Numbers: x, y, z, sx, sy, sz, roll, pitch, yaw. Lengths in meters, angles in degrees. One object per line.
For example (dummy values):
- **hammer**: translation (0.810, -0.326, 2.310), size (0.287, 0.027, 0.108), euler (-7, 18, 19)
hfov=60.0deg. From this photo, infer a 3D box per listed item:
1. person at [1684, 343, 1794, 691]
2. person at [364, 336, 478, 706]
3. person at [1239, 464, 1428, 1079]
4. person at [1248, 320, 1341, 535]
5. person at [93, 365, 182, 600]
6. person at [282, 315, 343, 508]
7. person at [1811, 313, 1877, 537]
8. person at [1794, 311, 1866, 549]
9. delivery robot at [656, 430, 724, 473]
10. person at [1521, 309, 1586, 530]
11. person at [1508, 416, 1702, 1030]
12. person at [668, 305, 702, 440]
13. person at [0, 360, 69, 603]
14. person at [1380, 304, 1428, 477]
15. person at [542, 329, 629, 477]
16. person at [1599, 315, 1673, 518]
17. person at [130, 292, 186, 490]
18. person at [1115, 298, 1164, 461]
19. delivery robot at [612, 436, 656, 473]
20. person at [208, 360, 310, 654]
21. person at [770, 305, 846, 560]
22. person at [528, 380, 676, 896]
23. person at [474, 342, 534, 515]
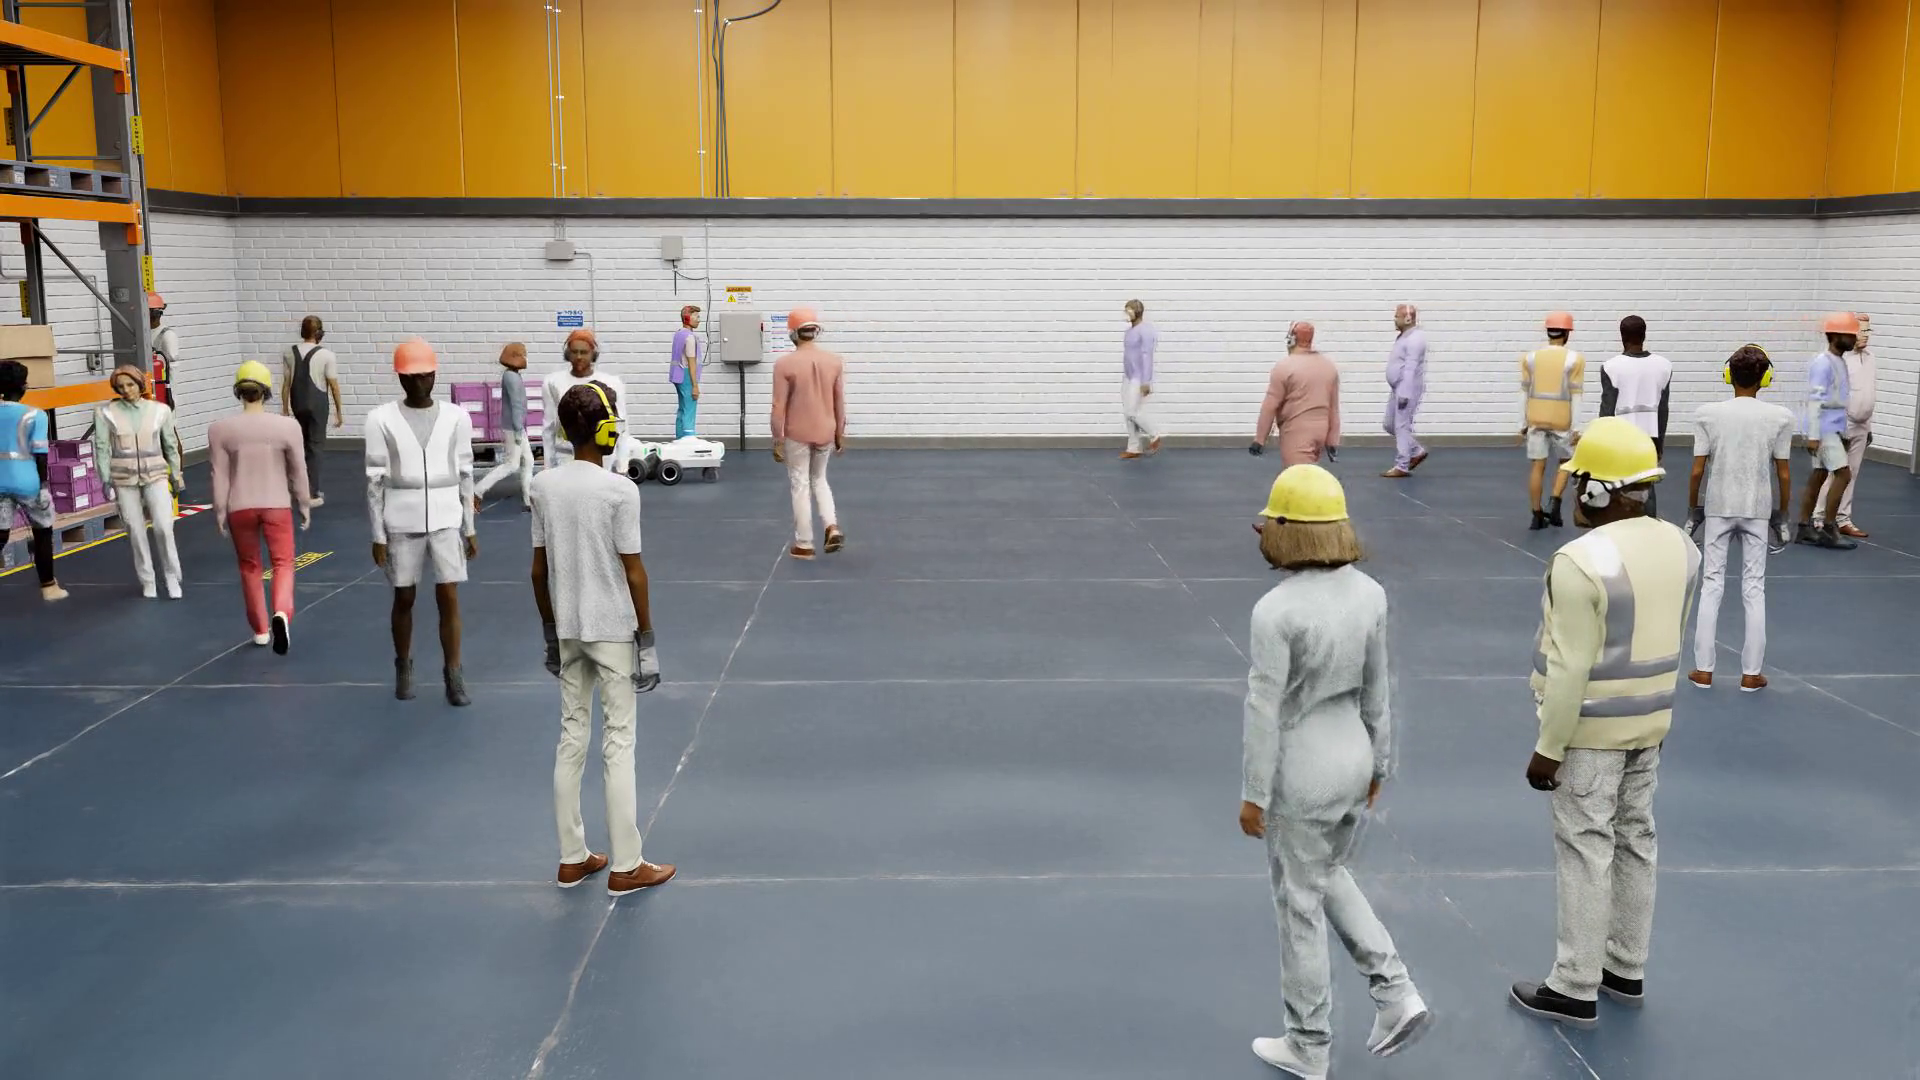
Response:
- **person**: translation (4.185, -0.118, 8.957), size (0.530, 1.871, 0.323), euler (4, 10, 24)
- **person**: translation (-2.796, -0.095, 8.675), size (0.546, 1.944, 0.420), euler (-4, 10, -25)
- **person**: translation (1.005, 0.657, 4.627), size (0.498, 1.730, 0.457), euler (-8, 12, -39)
- **person**: translation (2.652, -0.810, 13.251), size (0.644, 1.852, 1.013), euler (-7, 12, -37)
- **person**: translation (-5.567, -0.372, 11.305), size (0.517, 1.611, 0.633), euler (-5, 10, -27)
- **person**: translation (-6.177, -1.236, 15.965), size (0.520, 1.818, 0.710), euler (1, 9, 6)
- **person**: translation (7.444, -0.949, 13.973), size (0.640, 1.902, 0.402), euler (-5, 10, -27)
- **person**: translation (7.123, -0.874, 13.428), size (0.649, 1.919, 0.570), euler (8, 12, 39)
- **delivery robot**: translation (-2.858, -0.921, 17.618), size (0.707, 0.478, 0.477), euler (-2, 9, -13)
- **person**: translation (5.130, -1.033, 14.429), size (0.550, 1.920, 0.410), euler (7, 11, 35)
- **person**: translation (1.921, 0.545, 5.000), size (0.586, 1.836, 0.404), euler (-6, 11, -34)
- **person**: translation (-3.192, -1.811, 19.428), size (0.396, 1.840, 0.565), euler (-4, 10, -24)
- **person**: translation (-6.302, -0.347, 11.000), size (0.540, 1.673, 0.788), euler (1, 9, 4)
- **person**: translation (4.833, -1.615, 18.061), size (0.454, 1.892, 0.651), euler (0, 9, 2)
- **person**: translation (-2.583, -0.505, 11.415), size (0.606, 1.836, 0.941), euler (-1, 9, -4)
- **person**: translation (5.154, -0.761, 12.772), size (0.587, 1.914, 0.386), euler (-2, 9, -12)
- **person**: translation (-8.174, -1.505, 16.926), size (0.605, 2.045, 0.378), euler (7, 12, 37)
- **person**: translation (2.090, -1.880, 19.604), size (0.484, 1.920, 0.646), euler (-3, 10, -16)
- **delivery robot**: translation (-3.594, -0.935, 17.699), size (0.707, 0.478, 0.477), euler (2, 9, 13)
- **person**: translation (-4.107, -0.183, 9.766), size (0.530, 1.742, 0.722), euler (-3, 10, -19)
- **person**: translation (-1.188, -0.822, 12.917), size (0.639, 1.983, 0.440), euler (-6, 11, -34)
- **person**: translation (-1.310, 0.357, 6.045), size (0.513, 1.872, 0.328), euler (4, 10, 25)
- **person**: translation (-4.167, -1.016, 15.284), size (0.715, 1.611, 0.508), euler (-3, 10, -17)
